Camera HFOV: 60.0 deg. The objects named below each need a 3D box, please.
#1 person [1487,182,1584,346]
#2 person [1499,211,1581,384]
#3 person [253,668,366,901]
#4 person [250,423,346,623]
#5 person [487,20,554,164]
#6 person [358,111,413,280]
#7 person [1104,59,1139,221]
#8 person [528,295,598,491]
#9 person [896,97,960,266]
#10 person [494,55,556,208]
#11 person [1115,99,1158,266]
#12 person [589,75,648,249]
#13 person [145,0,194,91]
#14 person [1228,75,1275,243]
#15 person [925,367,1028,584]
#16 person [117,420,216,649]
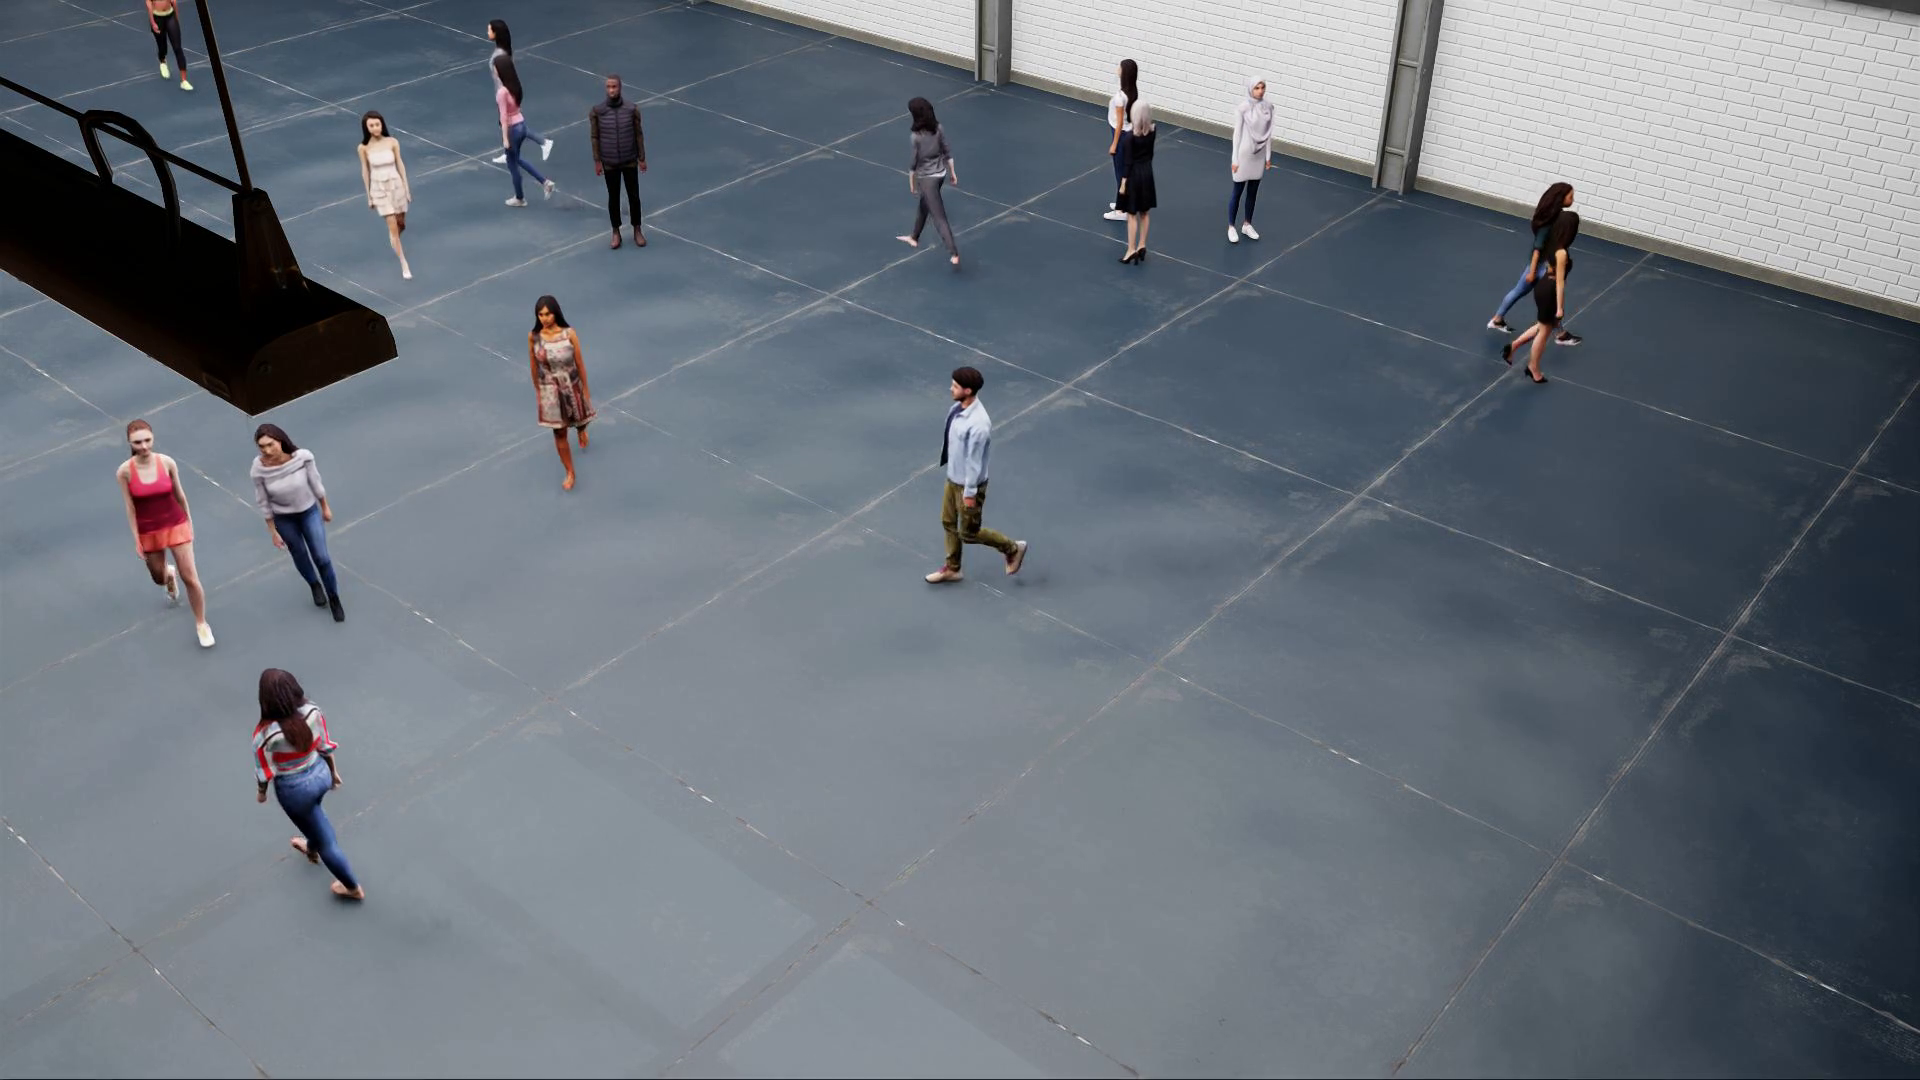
[{"bbox_3d":[5.408,-2.601,15.669,1.165,1.566,0.781,15,36,21],"label":"person"},{"bbox_3d":[5.199,-2.170,14.960,0.830,1.633,0.757,7,34,10],"label":"person"},{"bbox_3d":[-3.702,1.450,9.559,0.959,1.584,0.707,17,37,23],"label":"person"},{"bbox_3d":[-4.812,-0.191,12.006,0.795,1.607,0.885,-14,36,-20],"label":"person"},{"bbox_3d":[-5.210,-5.199,19.447,1.081,1.711,1.001,-1,34,-1],"label":"person"},{"bbox_3d":[-5.829,-3.541,16.947,0.816,1.717,1.032,-15,36,-21],"label":"person"},{"bbox_3d":[1.792,-4.371,18.144,0.599,1.774,0.641,14,36,21],"label":"person"},{"bbox_3d":[-3.242,-1.268,13.609,0.998,1.626,1.062,-3,34,-4],"label":"person"},{"bbox_3d":[-0.233,-3.646,17.128,0.739,1.692,1.184,-23,40,-30],"label":"person"},{"bbox_3d":[-4.853,-4.496,18.368,0.947,1.734,0.817,6,34,9],"label":"person"},{"bbox_3d":[1.825,-3.690,17.144,0.633,1.747,0.612,-25,41,-32],"label":"person"},{"bbox_3d":[-3.582,-3.994,17.521,0.778,1.835,0.797,-7,34,-11],"label":"person"},{"bbox_3d":[-10.505,-6.830,21.888,0.710,1.725,1.126,-23,40,-31],"label":"person"},{"bbox_3d":[3.076,-4.060,17.676,0.689,1.775,0.697,-11,35,-15],"label":"person"},{"bbox_3d":[0.121,-0.435,12.202,1.066,1.797,1.070,-8,34,-12],"label":"person"},{"bbox_3d":[-5.635,-0.089,11.739,0.814,1.733,1.062,-16,37,-23],"label":"person"}]
